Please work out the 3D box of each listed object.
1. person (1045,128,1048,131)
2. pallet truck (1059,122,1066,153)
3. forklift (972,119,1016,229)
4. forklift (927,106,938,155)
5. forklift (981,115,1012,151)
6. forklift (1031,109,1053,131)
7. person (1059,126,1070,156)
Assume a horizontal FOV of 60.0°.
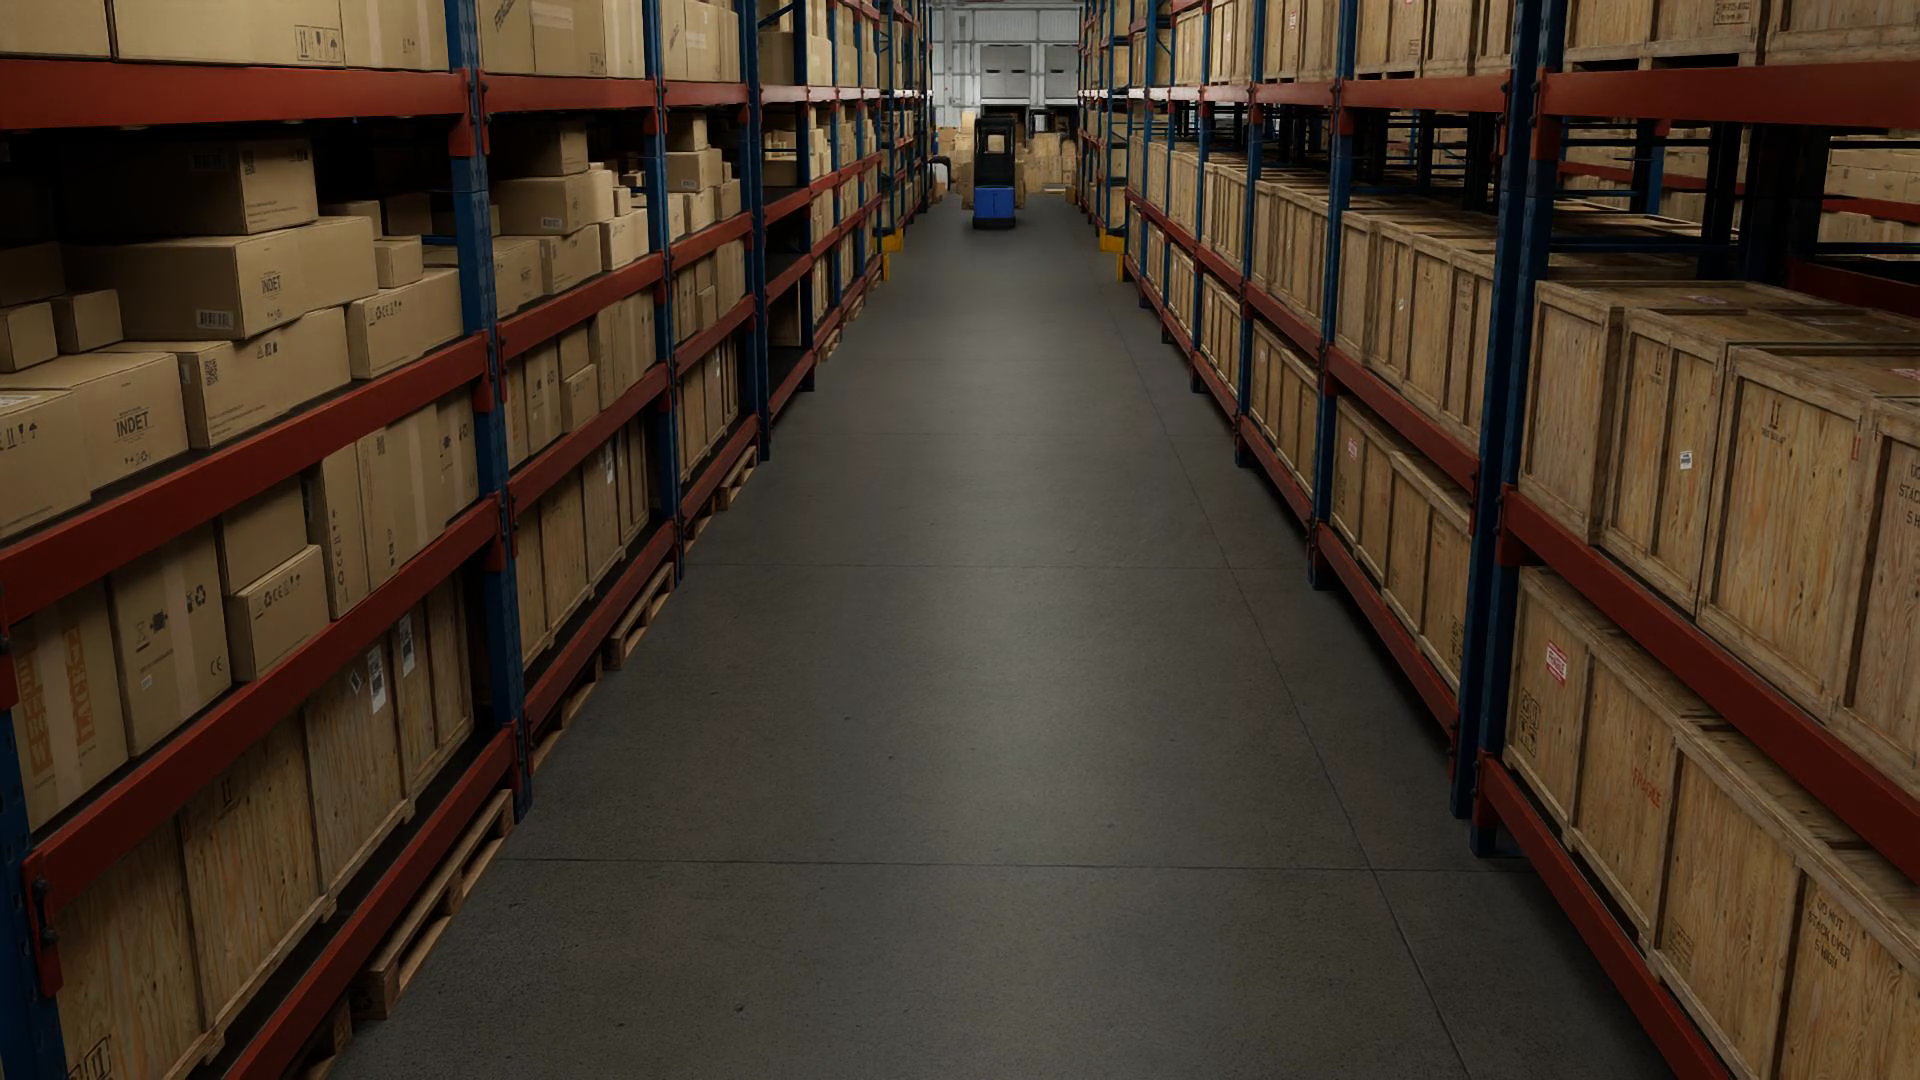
[{"bbox_3d":[4.130,-18.130,77.089,0.611,1.907,0.558,13,20,40],"label":"person"},{"bbox_3d":[5.788,-21.111,88.014,1.885,1.965,0.823,5,16,18],"label":"pallet truck"},{"bbox_3d":[0.901,-9.611,43.552,1.129,2.768,1.873,0,15,1],"label":"forklift"},{"bbox_3d":[-1.527,-20.289,83.281,1.873,2.768,1.129,8,17,27],"label":"forklift"},{"bbox_3d":[1.110,-11.558,50.795,1.129,2.768,1.873,0,15,2],"label":"forklift"},{"bbox_3d":[3.409,-16.577,69.470,1.129,2.768,1.873,0,15,2],"label":"forklift"},{"bbox_3d":[5.043,-19.205,81.083,0.636,1.916,0.768,5,16,19],"label":"person"}]
